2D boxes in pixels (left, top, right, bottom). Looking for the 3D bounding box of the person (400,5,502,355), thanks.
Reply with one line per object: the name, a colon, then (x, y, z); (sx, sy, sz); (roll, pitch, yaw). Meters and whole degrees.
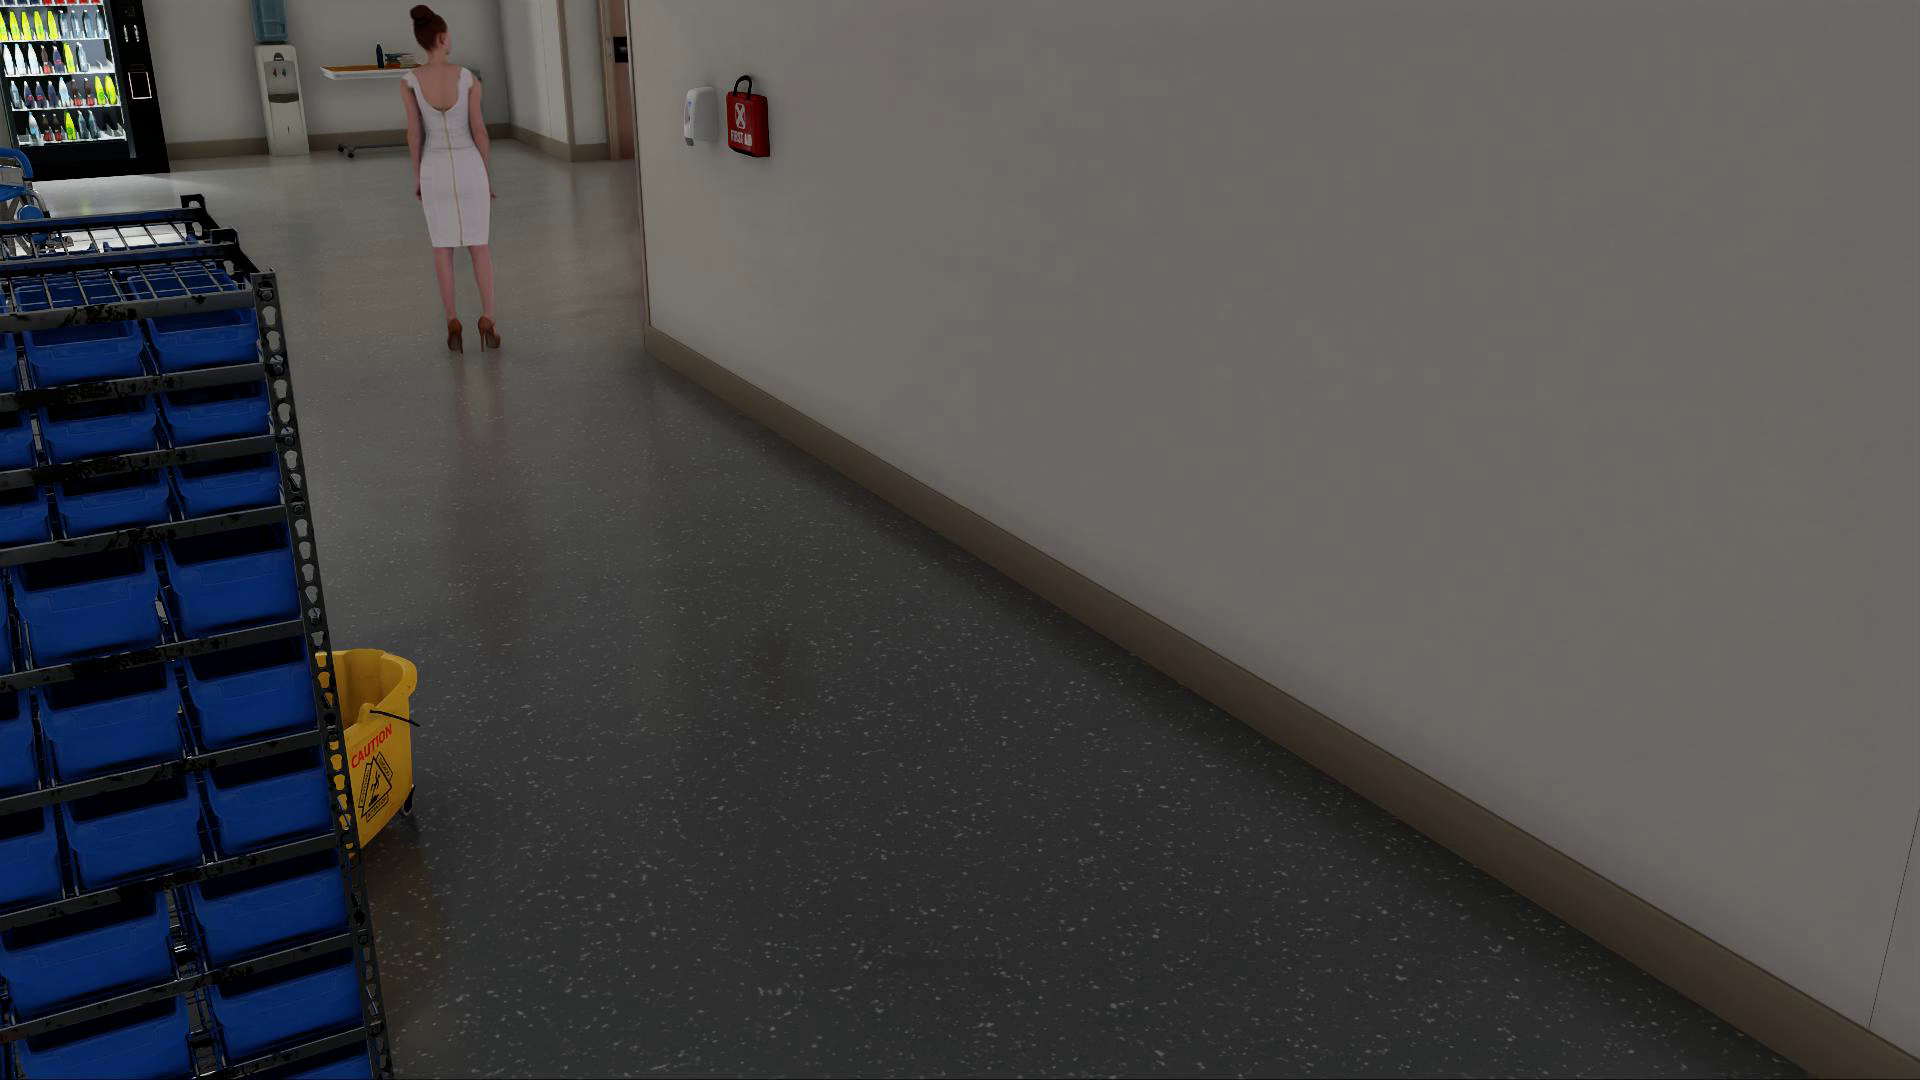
person: (-2.676, -1.879, 8.759); (0.542, 1.792, 0.684); (-3, 21, -8)
